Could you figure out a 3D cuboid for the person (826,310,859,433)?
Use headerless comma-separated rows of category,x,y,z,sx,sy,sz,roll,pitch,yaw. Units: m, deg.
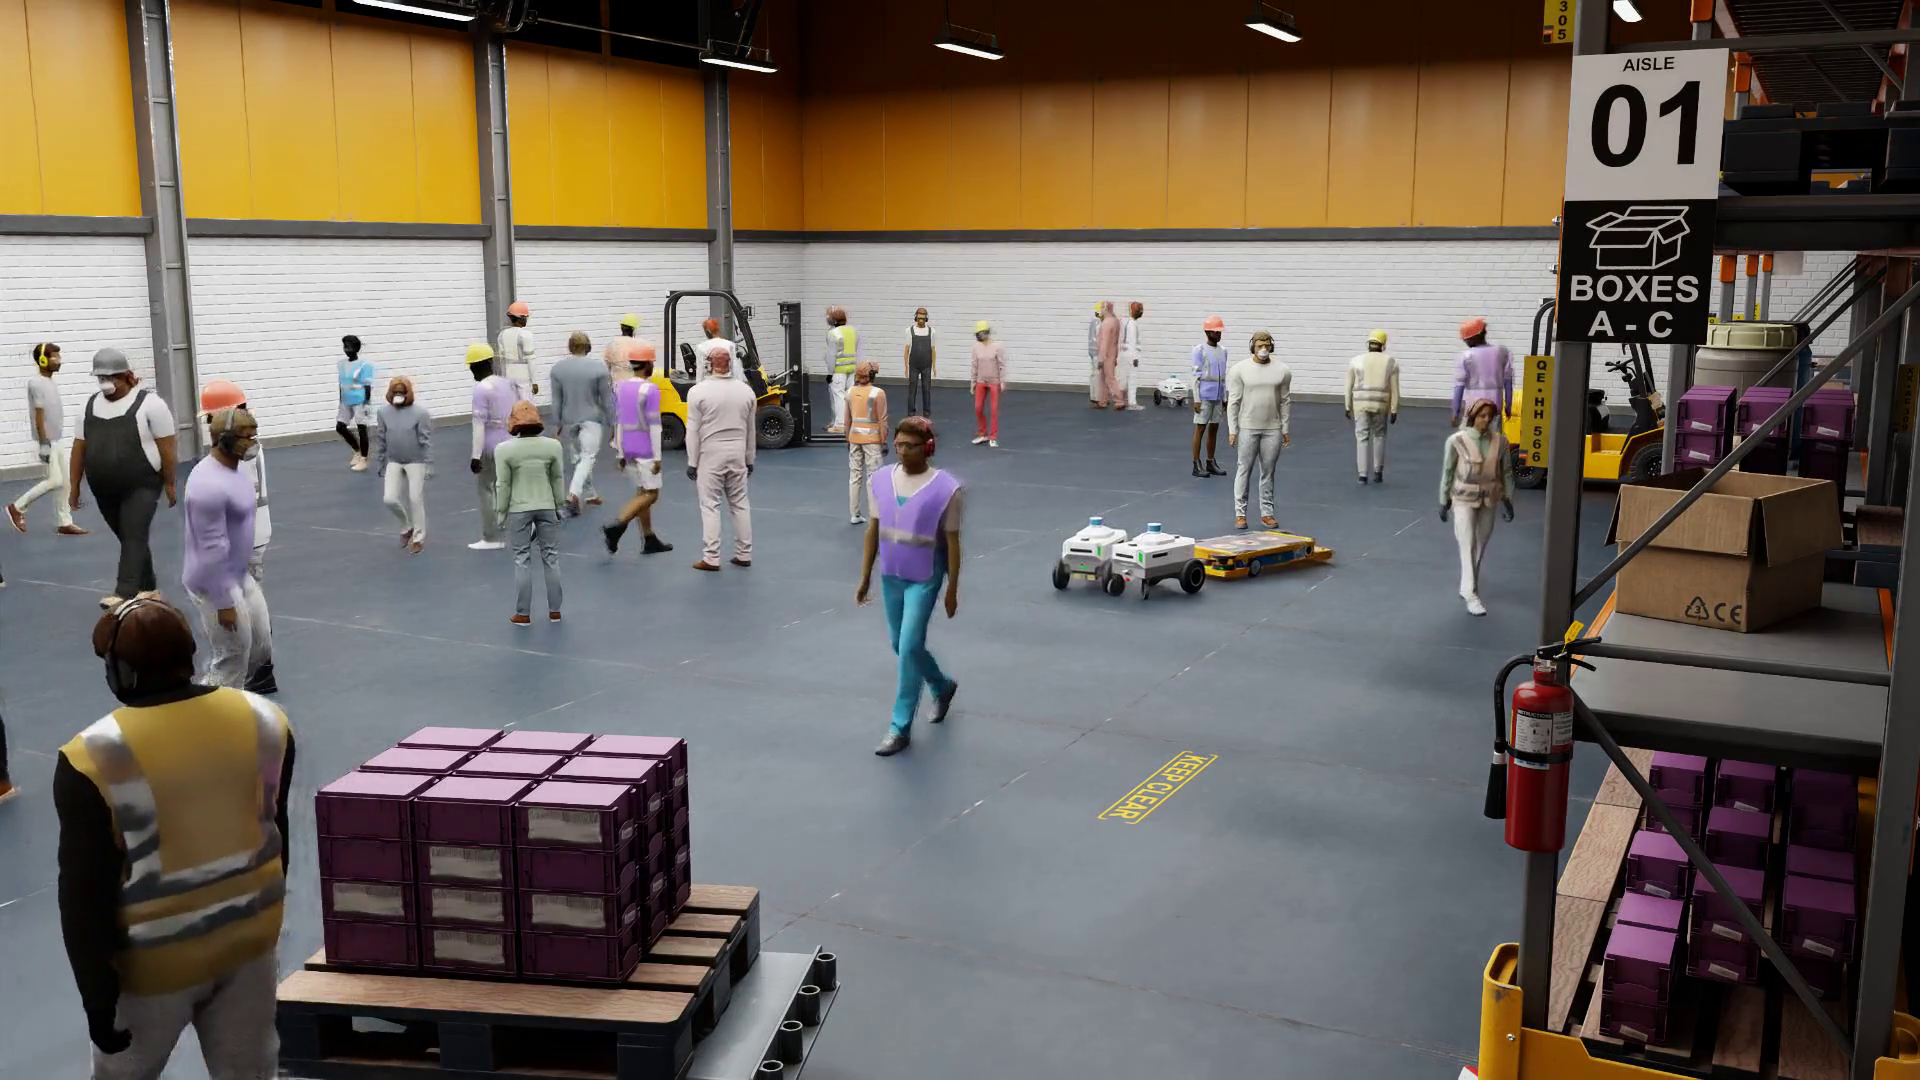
person,-1.787,-2.520,24.908,0.430,1.841,0.624,7,12,37

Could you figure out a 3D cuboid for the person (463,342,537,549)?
person,-4.164,-0.843,15.053,0.607,1.898,0.613,2,10,9

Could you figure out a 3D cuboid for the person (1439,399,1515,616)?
person,3.915,-0.262,12.537,0.535,1.596,0.783,-1,10,-8

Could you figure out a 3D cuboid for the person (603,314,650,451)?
person,-4.474,-2.093,22.387,0.552,1.857,0.922,-5,11,-28

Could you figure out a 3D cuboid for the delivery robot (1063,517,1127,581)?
delivery robot,1.093,0.059,13.412,0.477,0.478,0.707,4,11,23

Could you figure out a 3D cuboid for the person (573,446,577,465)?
person,-4.727,-1.739,20.968,0.433,1.623,0.538,0,10,-1

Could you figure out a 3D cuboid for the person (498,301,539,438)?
person,-5.833,-2.139,22.101,0.605,2.045,0.379,6,12,32

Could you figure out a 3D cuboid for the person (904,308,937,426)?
person,-0.613,-2.688,25.876,0.504,1.840,0.345,-2,10,-11

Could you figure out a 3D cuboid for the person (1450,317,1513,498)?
person,5.688,-1.414,18.084,0.705,1.994,0.424,-1,10,-8

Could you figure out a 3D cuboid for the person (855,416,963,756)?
person,-0.237,0.210,9.162,0.581,1.819,0.859,7,12,34

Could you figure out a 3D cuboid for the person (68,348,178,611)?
person,-6.252,-0.443,12.294,0.707,2.000,1.002,1,10,6

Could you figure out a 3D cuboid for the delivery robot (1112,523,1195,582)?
delivery robot,1.525,0.113,13.105,0.707,0.478,0.477,-9,14,-43

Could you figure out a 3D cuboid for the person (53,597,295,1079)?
person,-2.002,1.047,4.291,0.486,1.824,0.642,8,12,38

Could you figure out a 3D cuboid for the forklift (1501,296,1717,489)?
forklift,7.296,-1.677,18.993,2.313,2.155,1.214,5,11,27

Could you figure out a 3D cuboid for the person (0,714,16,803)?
person,-4.831,0.403,7.673,0.613,1.942,1.008,1,10,4

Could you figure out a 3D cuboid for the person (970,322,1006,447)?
person,0.413,-2.169,23.212,0.567,1.729,0.369,6,11,30

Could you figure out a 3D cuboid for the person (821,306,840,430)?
person,-1.771,-2.613,25.301,0.685,1.889,0.657,-3,10,-15

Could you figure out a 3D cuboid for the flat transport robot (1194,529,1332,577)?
flat transport robot,2.489,0.104,14.245,1.431,0.197,0.652,-8,13,-40

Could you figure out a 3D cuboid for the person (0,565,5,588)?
person,-7.916,-0.565,13.217,0.614,1.963,0.362,4,11,24

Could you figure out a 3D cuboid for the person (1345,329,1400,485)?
person,4.812,-1.566,19.480,0.607,1.797,0.750,2,10,9

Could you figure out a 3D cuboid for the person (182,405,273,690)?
person,-3.855,0.252,8.666,0.512,1.912,0.645,-1,10,-7

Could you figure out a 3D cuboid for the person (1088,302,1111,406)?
person,2.464,-3.287,29.356,0.404,1.834,0.591,-2,10,-9

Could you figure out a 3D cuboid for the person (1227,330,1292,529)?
person,2.921,-1.074,16.239,0.636,1.938,0.358,-1,10,-7

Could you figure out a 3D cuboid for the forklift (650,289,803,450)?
forklift,-3.358,-2.392,23.136,2.313,2.155,1.214,-1,10,-5

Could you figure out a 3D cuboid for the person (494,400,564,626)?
person,-3.104,-0.194,12.032,0.497,1.633,0.288,-6,11,-30

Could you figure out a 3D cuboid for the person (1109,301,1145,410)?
person,2.883,-3.164,28.564,0.563,1.869,0.583,1,10,8

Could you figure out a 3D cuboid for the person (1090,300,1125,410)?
person,2.542,-3.151,28.499,0.551,1.927,0.668,3,10,19

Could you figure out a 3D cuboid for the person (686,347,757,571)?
person,-2.043,-0.693,14.180,0.643,1.899,0.396,-8,12,-38

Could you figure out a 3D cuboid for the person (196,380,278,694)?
person,-4.384,-0.009,10.111,0.369,1.929,0.542,-4,11,-23

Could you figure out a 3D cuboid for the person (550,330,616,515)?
person,-3.927,-1.218,17.212,0.635,1.911,0.967,2,10,12

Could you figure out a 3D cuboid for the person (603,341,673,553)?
person,-2.879,-0.787,14.644,0.549,1.920,0.769,8,13,40

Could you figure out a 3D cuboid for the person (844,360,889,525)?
person,-0.922,-0.952,16.397,0.514,1.642,0.314,7,12,36

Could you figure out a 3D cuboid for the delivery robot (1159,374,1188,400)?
delivery robot,3.736,-2.660,29.154,0.477,0.478,0.707,-2,10,-11

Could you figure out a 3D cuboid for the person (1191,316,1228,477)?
person,3.024,-1.724,20.009,0.543,1.939,0.360,-7,12,-36

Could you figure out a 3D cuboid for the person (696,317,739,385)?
person,-3.101,-1.969,21.669,0.583,1.858,0.727,-10,14,-44

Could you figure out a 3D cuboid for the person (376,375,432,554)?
person,-4.945,-0.670,14.832,0.532,1.613,0.359,1,10,4

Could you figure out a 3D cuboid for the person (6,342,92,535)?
person,-8.679,-0.940,15.732,0.606,1.852,0.530,-1,10,-8

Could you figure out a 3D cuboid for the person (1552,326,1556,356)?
person,8.750,-2.368,24.670,0.752,1.600,0.523,4,11,23

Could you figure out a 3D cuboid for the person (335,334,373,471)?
person,-7.455,-1.684,20.479,0.554,1.684,0.366,4,11,23
